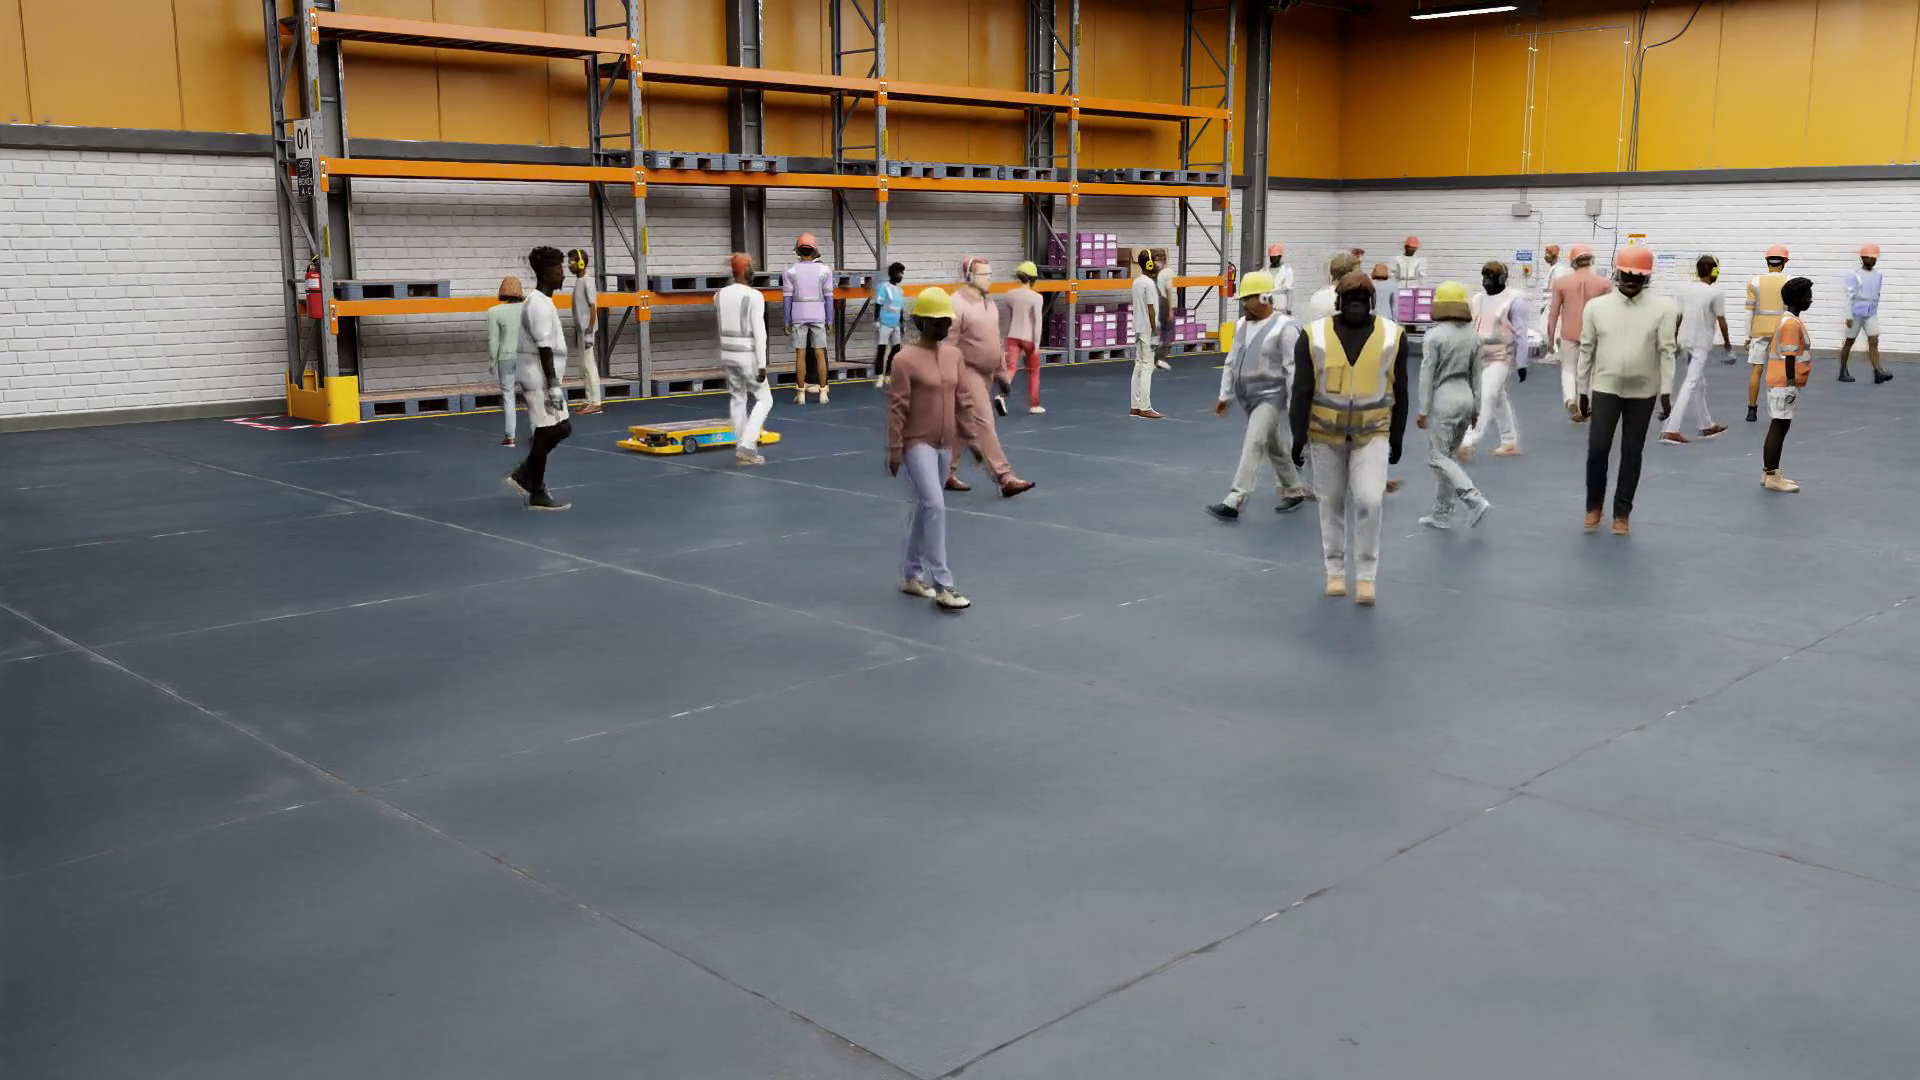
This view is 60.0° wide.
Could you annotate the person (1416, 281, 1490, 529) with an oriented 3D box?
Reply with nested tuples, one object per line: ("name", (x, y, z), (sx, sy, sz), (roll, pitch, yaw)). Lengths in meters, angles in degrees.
("person", (3.384, -0.896, 11.301), (0.502, 1.716, 0.621), (-5, 12, -28))

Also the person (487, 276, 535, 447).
("person", (-4.279, -1.714, 16.002), (0.507, 1.632, 0.267), (-5, 12, -28))

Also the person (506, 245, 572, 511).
("person", (-3.065, -1.177, 12.220), (0.423, 1.952, 0.612), (-2, 11, -8))

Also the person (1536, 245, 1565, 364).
("person", (9.269, -3.691, 26.135), (0.420, 1.868, 0.590), (2, 11, 9))

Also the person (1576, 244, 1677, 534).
("person", (4.464, -0.992, 11.178), (0.607, 1.962, 0.579), (4, 11, 20))

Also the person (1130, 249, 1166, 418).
("person", (2.082, -2.286, 18.477), (0.327, 1.872, 0.513), (-3, 11, -18))

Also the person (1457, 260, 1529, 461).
("person", (4.777, -1.620, 15.051), (0.982, 1.790, 0.647), (-5, 12, -25))

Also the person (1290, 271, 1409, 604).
("person", (2.137, -0.558, 9.169), (0.647, 1.820, 0.677), (2, 11, 13))

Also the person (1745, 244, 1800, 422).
("person", (8.794, -2.235, 18.033), (0.542, 1.931, 0.366), (7, 12, 32))

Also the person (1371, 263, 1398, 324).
("person", (6.080, -3.223, 24.281), (0.523, 1.600, 0.752), (-1, 10, -4))

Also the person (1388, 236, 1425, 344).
("person", (8.326, -4.644, 30.982), (0.673, 2.018, 0.468), (3, 11, 14))

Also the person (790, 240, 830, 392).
("person", (-1.981, -2.939, 21.568), (0.535, 2.000, 0.677), (-6, 12, -28))

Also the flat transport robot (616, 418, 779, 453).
("flat transport robot", (-2.490, -1.005, 15.855), (1.431, 0.197, 0.652), (-10, 14, -43))

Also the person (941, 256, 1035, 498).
("person", (0.178, -1.266, 12.940), (0.980, 1.850, 0.669), (6, 12, 30))

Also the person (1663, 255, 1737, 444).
("person", (7.267, -1.855, 16.258), (0.988, 1.825, 0.495), (-4, 11, -19))

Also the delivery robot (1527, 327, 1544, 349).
("delivery robot", (9.384, -3.373, 27.737), (0.707, 0.478, 0.477), (6, 12, 31))

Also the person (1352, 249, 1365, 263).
("person", (7.051, -4.344, 29.958), (0.984, 1.772, 0.659), (2, 11, 9))

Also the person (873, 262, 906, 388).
("person", (-0.971, -2.856, 22.149), (0.317, 1.667, 0.629), (7, 12, 33))

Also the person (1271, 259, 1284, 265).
("person", (5.563, -4.135, 29.206), (0.517, 1.621, 0.542), (7, 13, 34))

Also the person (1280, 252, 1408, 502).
("person", (2.934, -1.214, 12.576), (1.021, 1.887, 0.652), (2, 11, 11))

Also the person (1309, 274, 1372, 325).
("person", (3.528, -1.713, 15.451), (0.587, 1.833, 0.404), (2, 11, 11))

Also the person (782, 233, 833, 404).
("person", (-1.839, -2.661, 20.047), (0.609, 2.044, 0.397), (-2, 11, -10))

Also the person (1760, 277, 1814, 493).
("person", (6.571, -1.233, 13.202), (0.315, 1.696, 0.541), (4, 11, 21))

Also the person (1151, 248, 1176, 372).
("person", (2.976, -3.412, 24.702), (0.551, 1.834, 0.432), (9, 14, 42))

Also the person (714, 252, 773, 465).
("person", (-1.877, -1.570, 14.548), (0.604, 1.877, 0.435), (8, 13, 36))

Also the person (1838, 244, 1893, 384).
("person", (12.365, -3.071, 22.670), (0.576, 1.891, 0.949), (-1, 10, -8))

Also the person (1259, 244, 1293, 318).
("person", (4.986, -3.710, 26.192), (0.552, 1.901, 0.972), (5, 11, 25))

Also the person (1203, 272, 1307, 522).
("person", (2.166, -1.020, 11.895), (1.002, 1.772, 0.586), (-6, 12, -28))

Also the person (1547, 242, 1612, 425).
("person", (6.551, -2.162, 17.561), (0.664, 1.960, 0.737), (2, 11, 11))

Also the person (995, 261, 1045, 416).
("person", (0.676, -2.261, 18.692), (0.522, 1.738, 0.803), (6, 12, 32))

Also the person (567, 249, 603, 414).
("person", (-4.276, -2.361, 18.902), (0.309, 1.864, 0.534), (-5, 12, -27))

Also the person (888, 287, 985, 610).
("person", (-0.082, -0.493, 9.073), (0.770, 1.740, 0.527), (9, 14, 40))
